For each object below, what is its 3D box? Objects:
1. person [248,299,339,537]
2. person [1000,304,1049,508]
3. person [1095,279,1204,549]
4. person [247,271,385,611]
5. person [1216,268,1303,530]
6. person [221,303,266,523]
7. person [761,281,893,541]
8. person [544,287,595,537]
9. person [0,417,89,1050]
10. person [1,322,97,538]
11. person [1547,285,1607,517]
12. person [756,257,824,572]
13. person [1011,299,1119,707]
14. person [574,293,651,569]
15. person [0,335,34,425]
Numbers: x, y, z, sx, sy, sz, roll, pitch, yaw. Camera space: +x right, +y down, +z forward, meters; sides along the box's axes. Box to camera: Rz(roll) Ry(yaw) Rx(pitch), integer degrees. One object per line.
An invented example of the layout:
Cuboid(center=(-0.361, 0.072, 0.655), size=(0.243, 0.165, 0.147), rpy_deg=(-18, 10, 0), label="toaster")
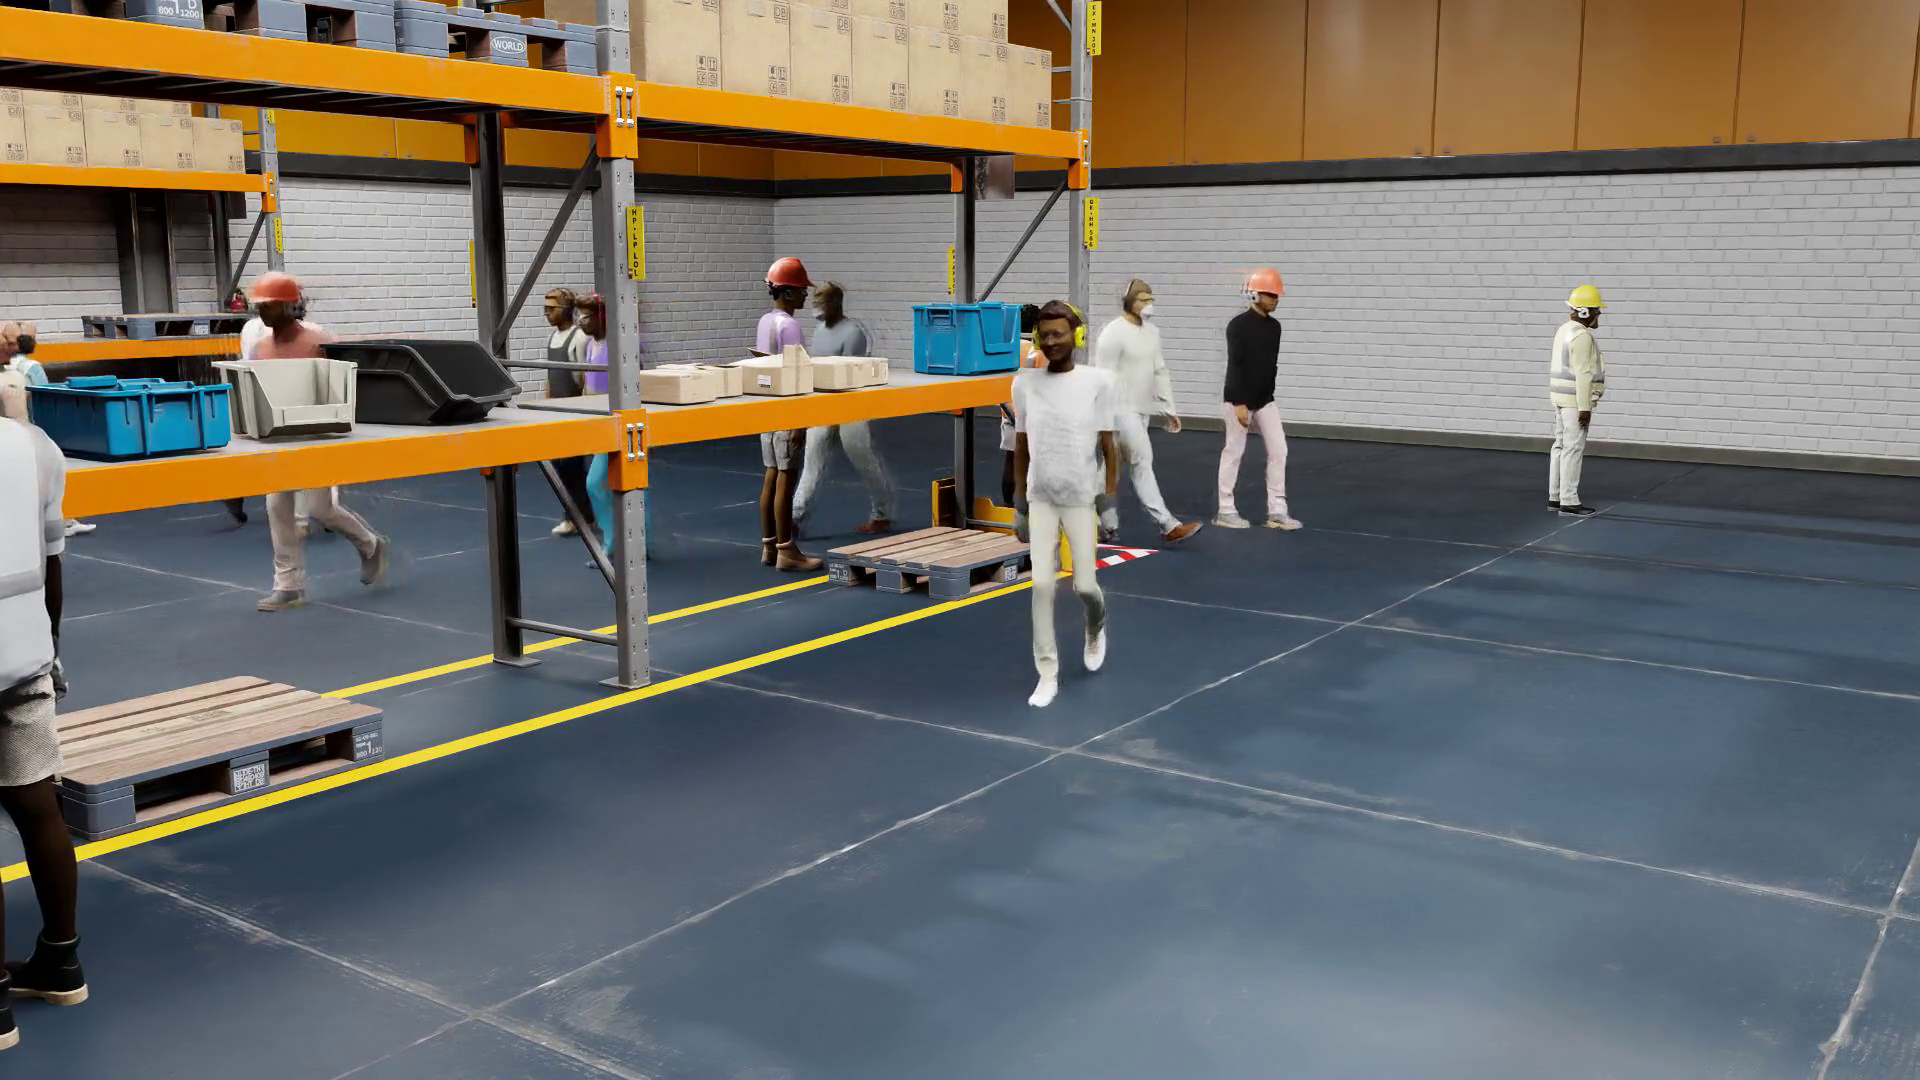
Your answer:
Cuboid(center=(-4.802, -0.910, 12.108), size=(0.645, 1.825, 0.466), rpy_deg=(-5, 11, -27), label="person")
Cuboid(center=(0.507, -0.953, 12.739), size=(0.316, 1.696, 0.540), rpy_deg=(-9, 13, -44), label="person")
Cuboid(center=(1.290, -0.881, 11.725), size=(1.038, 1.882, 0.641), rpy_deg=(7, 12, 35), label="person")
Cuboid(center=(-3.835, -0.596, 9.801), size=(0.623, 1.970, 0.783), rpy_deg=(4, 10, 22), label="person")
Cuboid(center=(2.245, -1.028, 12.420), size=(0.617, 1.961, 0.802), rpy_deg=(-7, 12, -37), label="person")
Cuboid(center=(-5.357, -1.051, 12.702), size=(0.688, 1.909, 0.573), rpy_deg=(-9, 13, -43), label="person")
Cuboid(center=(-0.919, -0.924, 12.043), size=(1.066, 1.873, 0.622), rpy_deg=(-7, 12, -37), label="person")
Cuboid(center=(-2.912, -0.921, 12.147), size=(0.551, 1.827, 0.552), rpy_deg=(-8, 12, -40), label="person")
Cuboid(center=(-2.560, 0.331, 4.292), size=(0.361, 1.963, 0.617), rpy_deg=(2, 10, 12), label="person")
Cuboid(center=(-6.651, -0.746, 11.820), size=(0.525, 1.593, 0.882), rpy_deg=(7, 12, 36), label="person")
Cuboid(center=(4.910, -1.104, 13.234), size=(0.404, 1.829, 0.600), rpy_deg=(1, 10, 3), label="person")
Cuboid(center=(-1.130, -0.817, 10.893), size=(0.394, 2.044, 0.609), rpy_deg=(-4, 10, -23), label="person")
Cuboid(center=(0.498, -0.188, 7.729), size=(0.509, 1.857, 0.659), rpy_deg=(3, 10, 17), label="person")
Cuboid(center=(-2.336, -0.714, 10.991), size=(0.649, 1.810, 0.567), rpy_deg=(-4, 11, -25), label="person")
Cuboid(center=(-5.792, -0.436, 9.887), size=(0.659, 1.614, 0.552), rpy_deg=(1, 10, 5), label="person")
